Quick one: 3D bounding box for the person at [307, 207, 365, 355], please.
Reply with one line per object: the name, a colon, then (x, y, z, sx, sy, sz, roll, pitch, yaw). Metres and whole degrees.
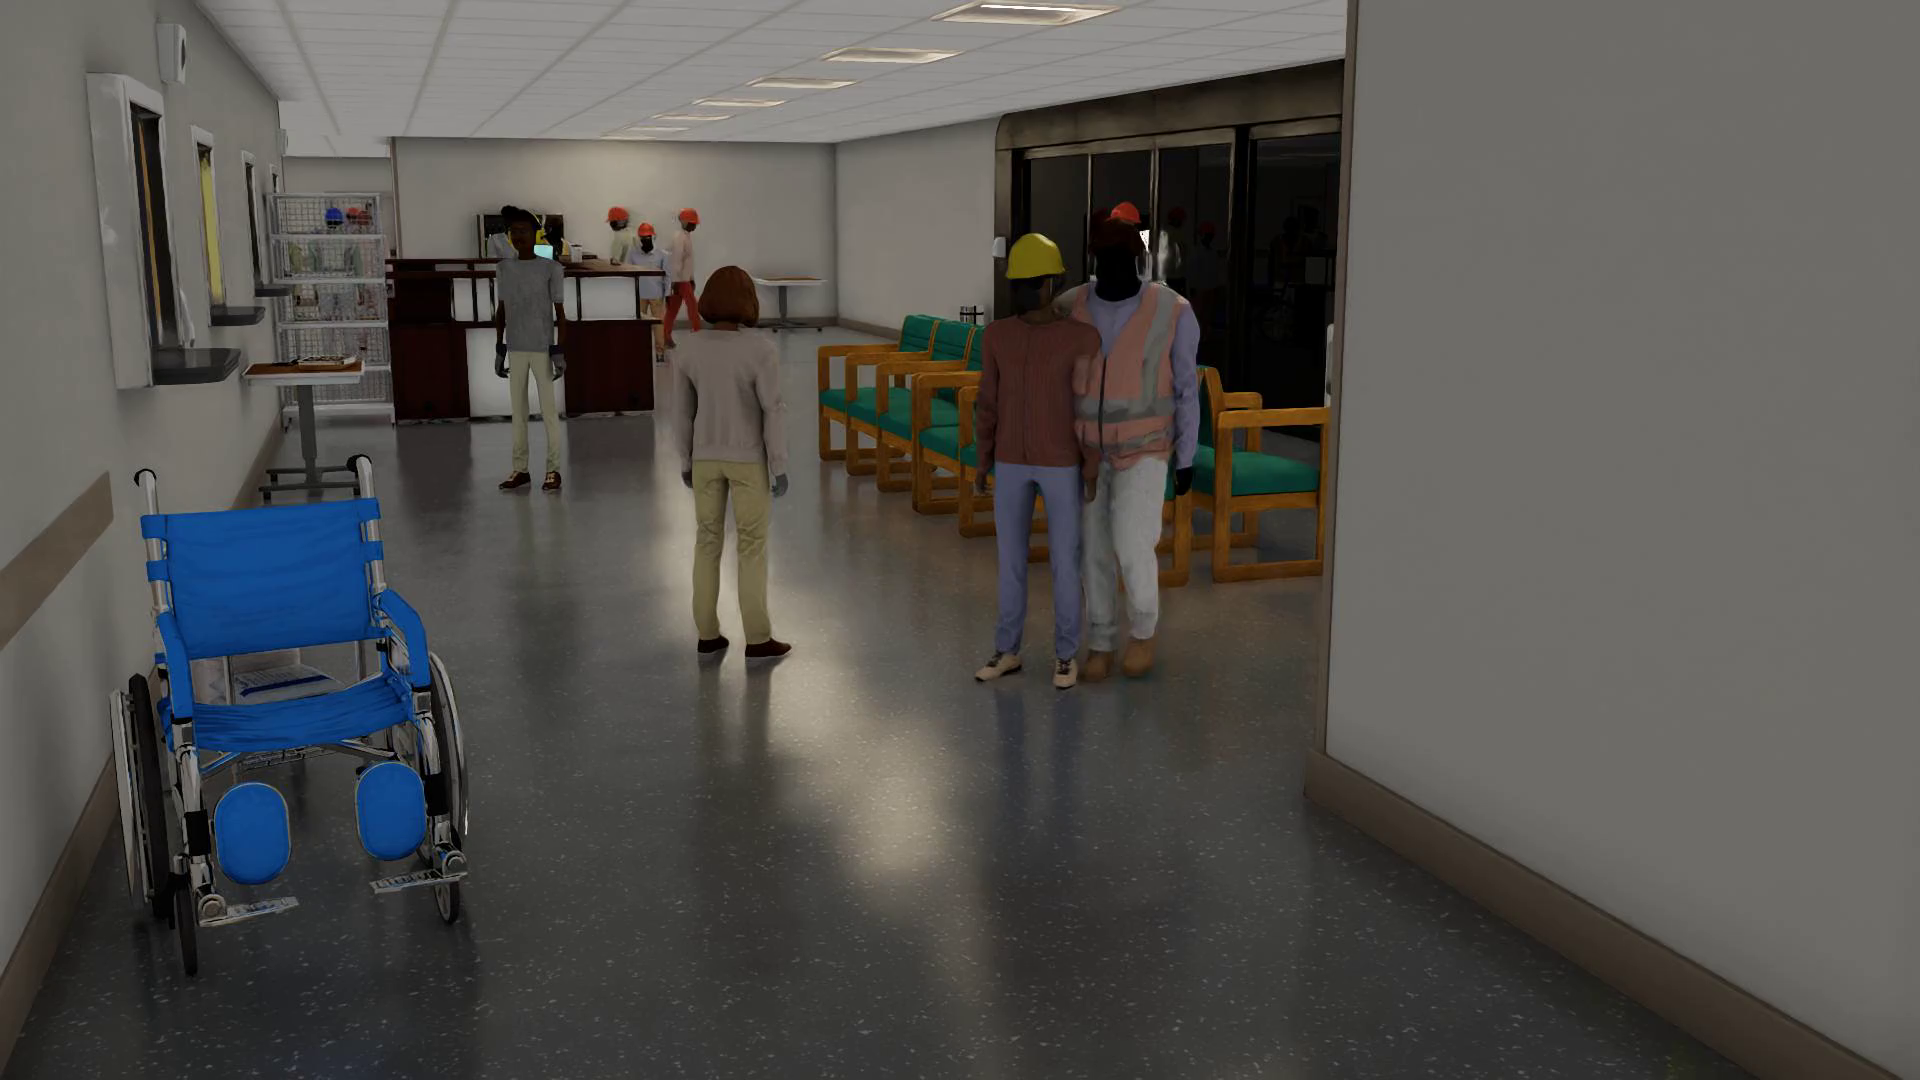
person: (-7.467, -3.005, 19.950, 0.617, 1.933, 0.417, -3, 11, -16)

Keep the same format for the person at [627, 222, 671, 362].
person: (-3.917, -3.106, 20.915, 0.564, 1.752, 0.338, 1, 11, 3)

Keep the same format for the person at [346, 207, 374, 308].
person: (-12.066, -5.602, 33.058, 0.616, 2.024, 0.854, 10, 15, 42)

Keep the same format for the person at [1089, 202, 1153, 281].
person: (1.304, -1.726, 13.355, 0.546, 1.942, 0.352, -4, 12, -20)

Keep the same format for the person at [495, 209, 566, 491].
person: (-2.891, -1.265, 11.168, 0.514, 1.876, 0.328, 2, 11, 9)

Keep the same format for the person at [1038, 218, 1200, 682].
person: (0.602, -0.330, 6.496, 0.630, 1.823, 0.443, 5, 12, 22)

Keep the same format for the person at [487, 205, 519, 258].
person: (-5.535, -3.155, 20.628, 0.614, 1.961, 0.361, -7, 13, -32)

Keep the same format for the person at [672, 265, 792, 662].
person: (-0.941, -0.309, 6.881, 0.509, 1.631, 0.269, 5, 12, 22)

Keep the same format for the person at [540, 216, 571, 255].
person: (-4.995, -3.065, 20.524, 0.429, 1.836, 0.633, 10, 15, 41)

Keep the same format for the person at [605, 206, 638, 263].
person: (-4.429, -3.420, 22.016, 0.500, 1.956, 0.661, 2, 11, 11)

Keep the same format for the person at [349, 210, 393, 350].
person: (-8.083, -3.542, 22.760, 0.637, 1.910, 0.406, -2, 11, -8)

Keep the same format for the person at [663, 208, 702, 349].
person: (-3.738, -3.586, 22.902, 0.926, 1.925, 0.717, -1, 11, -6)

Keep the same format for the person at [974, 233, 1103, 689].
person: (0.294, -0.295, 6.468, 0.532, 1.767, 0.325, 5, 12, 24)
